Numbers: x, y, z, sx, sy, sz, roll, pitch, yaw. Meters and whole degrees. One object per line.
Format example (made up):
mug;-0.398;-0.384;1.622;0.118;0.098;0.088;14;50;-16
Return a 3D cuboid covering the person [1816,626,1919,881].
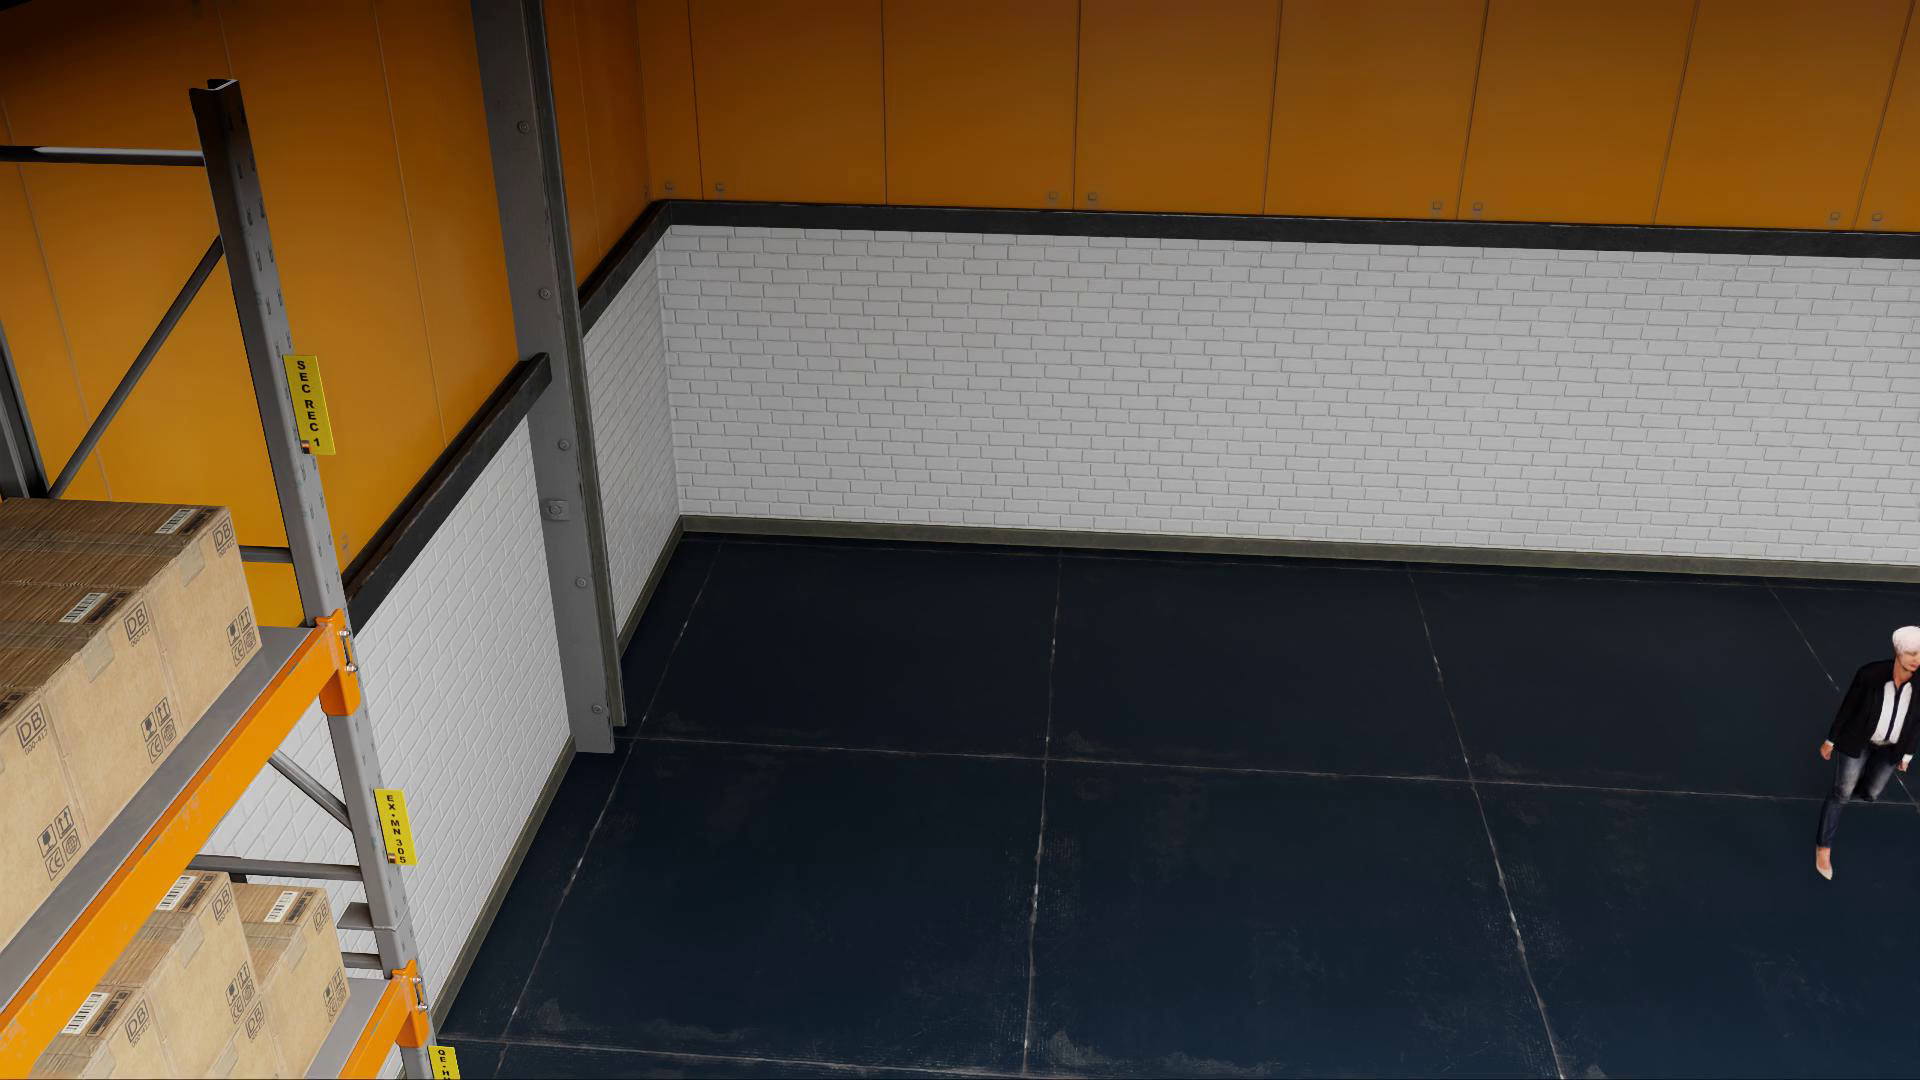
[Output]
person;5.600;1.229;10.341;0.882;1.766;1.069;8;30;15
